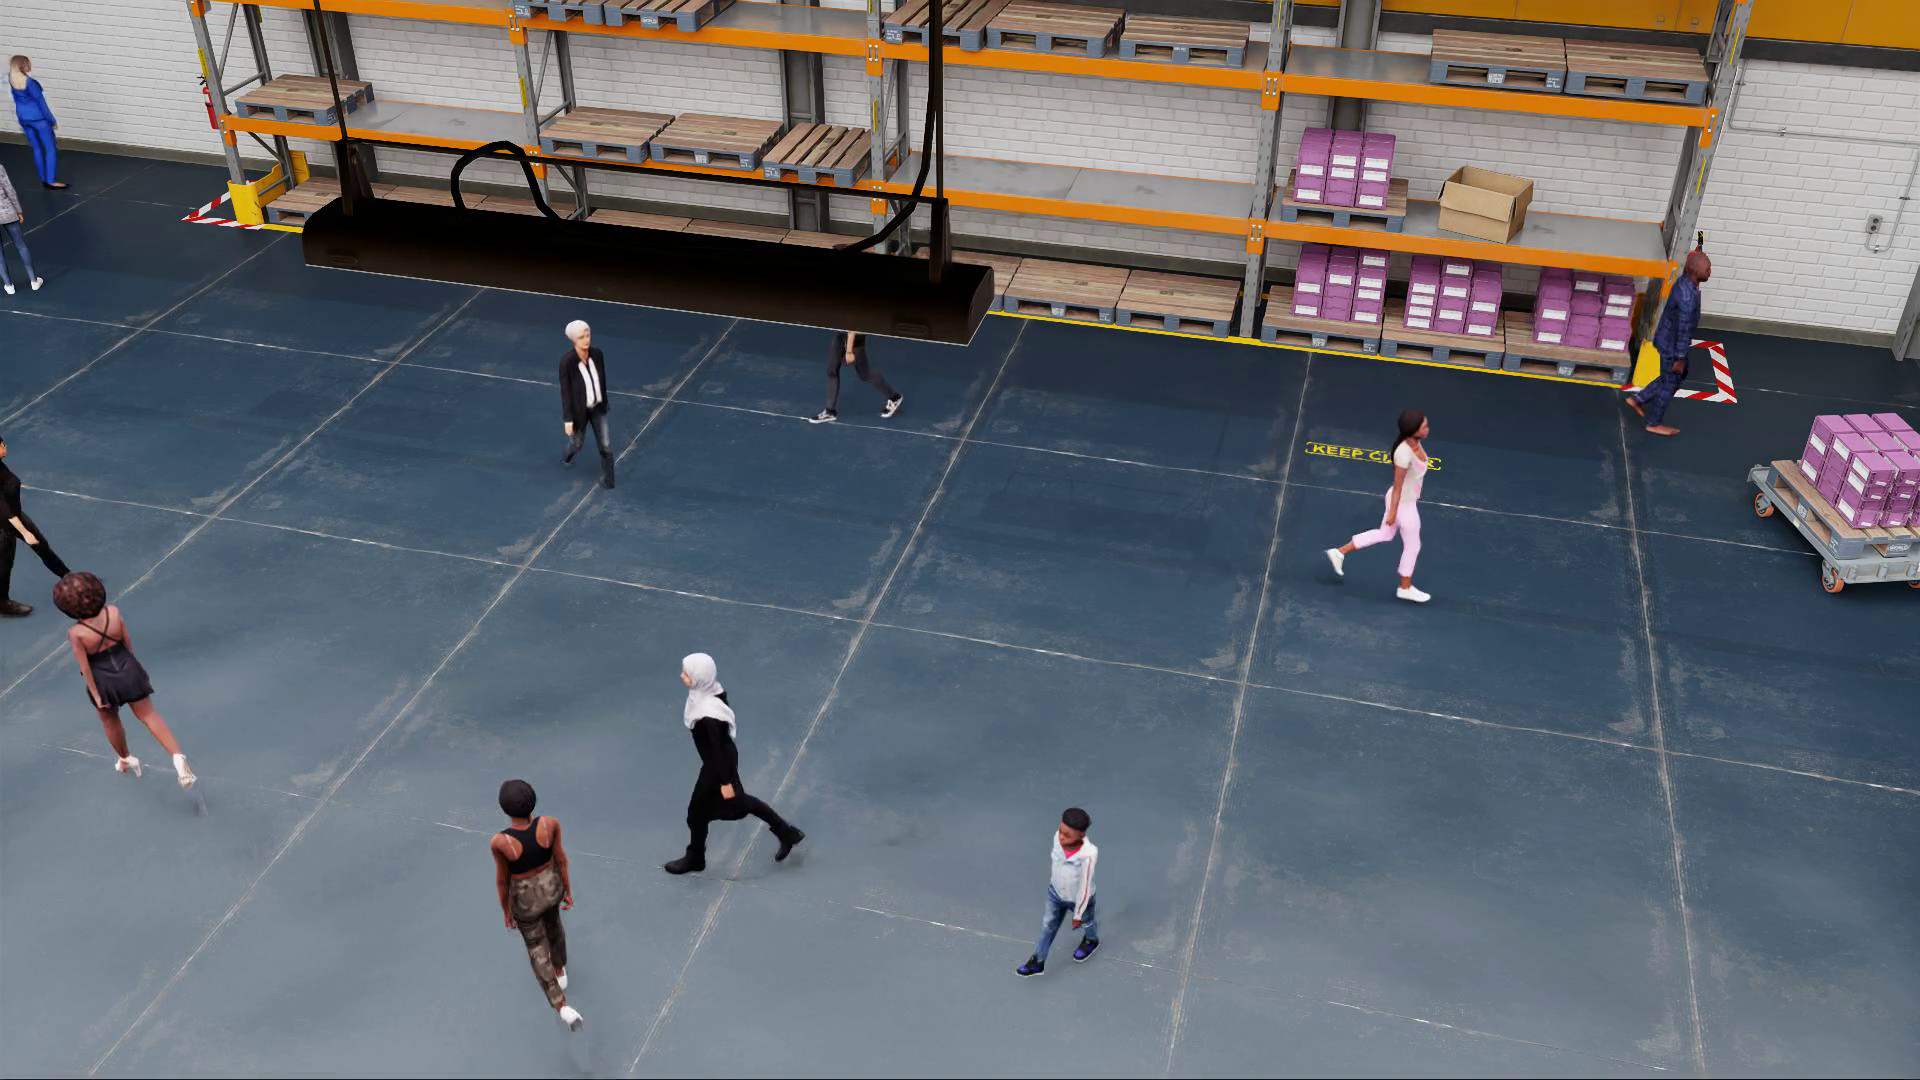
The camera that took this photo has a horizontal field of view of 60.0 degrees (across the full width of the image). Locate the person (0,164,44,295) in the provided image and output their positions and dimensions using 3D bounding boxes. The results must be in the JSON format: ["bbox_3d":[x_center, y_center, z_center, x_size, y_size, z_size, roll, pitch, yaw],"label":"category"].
[{"bbox_3d":[-10.388,-3.509,17.954,0.668,1.733,0.743,-15,37,-22],"label":"person"}]

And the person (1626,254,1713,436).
[{"bbox_3d":[6.519,-1.819,15.348,0.748,1.804,0.684,10,35,15],"label":"person"}]

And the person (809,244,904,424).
[{"bbox_3d":[-0.930,-1.914,15.495,1.236,1.800,1.084,-13,36,-19],"label":"person"}]

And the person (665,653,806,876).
[{"bbox_3d":[-1.431,1.441,10.502,1.238,1.738,0.941,-5,34,-8],"label":"person"}]

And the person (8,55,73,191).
[{"bbox_3d":[-11.420,-5.162,20.481,0.572,1.689,0.752,4,34,5],"label":"person"}]

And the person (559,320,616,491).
[{"bbox_3d":[-3.376,-1.126,14.722,1.143,1.767,1.186,-23,40,-30],"label":"person"}]

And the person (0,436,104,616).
[{"bbox_3d":[-7.482,-0.086,12.919,1.087,1.607,0.877,-7,34,-10],"label":"person"}]

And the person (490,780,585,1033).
[{"bbox_3d":[-2.388,2.120,9.540,1.000,1.673,1.060,-17,37,-24],"label":"person"}]

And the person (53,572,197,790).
[{"bbox_3d":[-5.598,0.994,11.159,1.097,1.756,0.826,23,40,31],"label":"person"}]

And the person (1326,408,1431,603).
[{"bbox_3d":[3.388,-0.287,13.128,1.079,1.710,0.576,10,35,15],"label":"person"}]

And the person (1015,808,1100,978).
[{"bbox_3d":[0.726,2.080,10.000,0.854,1.231,0.815,29,43,36],"label":"person"}]
